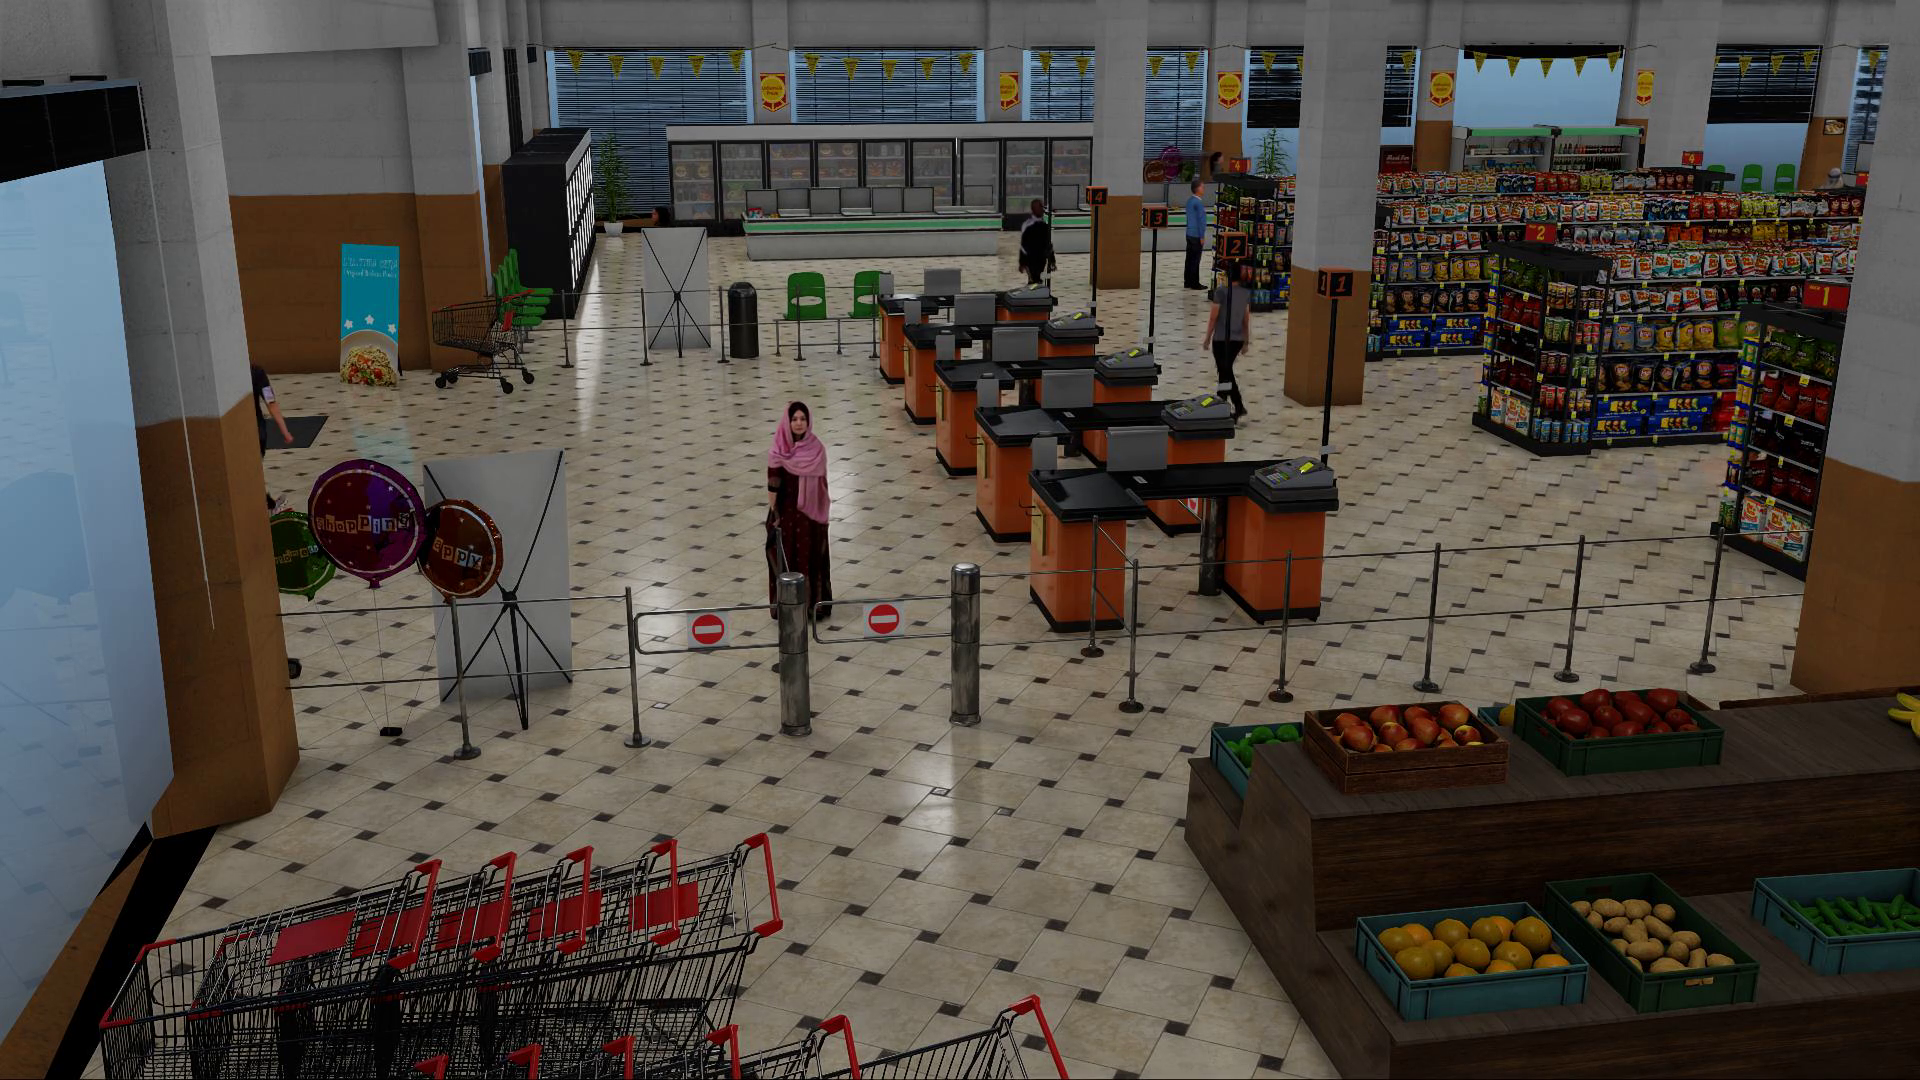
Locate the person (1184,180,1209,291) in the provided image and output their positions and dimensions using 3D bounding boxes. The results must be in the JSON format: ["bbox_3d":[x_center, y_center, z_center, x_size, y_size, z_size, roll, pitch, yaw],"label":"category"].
[{"bbox_3d":[3.955,-5.146,27.981,0.616,1.820,0.682,-6,18,-18],"label":"person"}]

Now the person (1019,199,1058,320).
[{"bbox_3d":[1.049,-4.149,24.738,1.164,1.798,1.137,-15,23,-41],"label":"person"}]

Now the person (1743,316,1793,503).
[{"bbox_3d":[7.239,-1.182,14.953,0.864,1.806,0.810,-8,19,-25],"label":"person"}]

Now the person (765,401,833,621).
[{"bbox_3d":[-1.170,-0.207,12.030,0.631,1.637,0.781,-8,19,-24],"label":"person"}]

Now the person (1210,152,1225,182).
[{"bbox_3d":[5.552,-7.676,36.607,1.059,1.650,0.638,-3,17,-11],"label":"person"}]

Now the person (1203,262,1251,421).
[{"bbox_3d":[2.993,-2.170,18.335,1.162,1.731,0.950,-10,19,-29],"label":"person"}]
